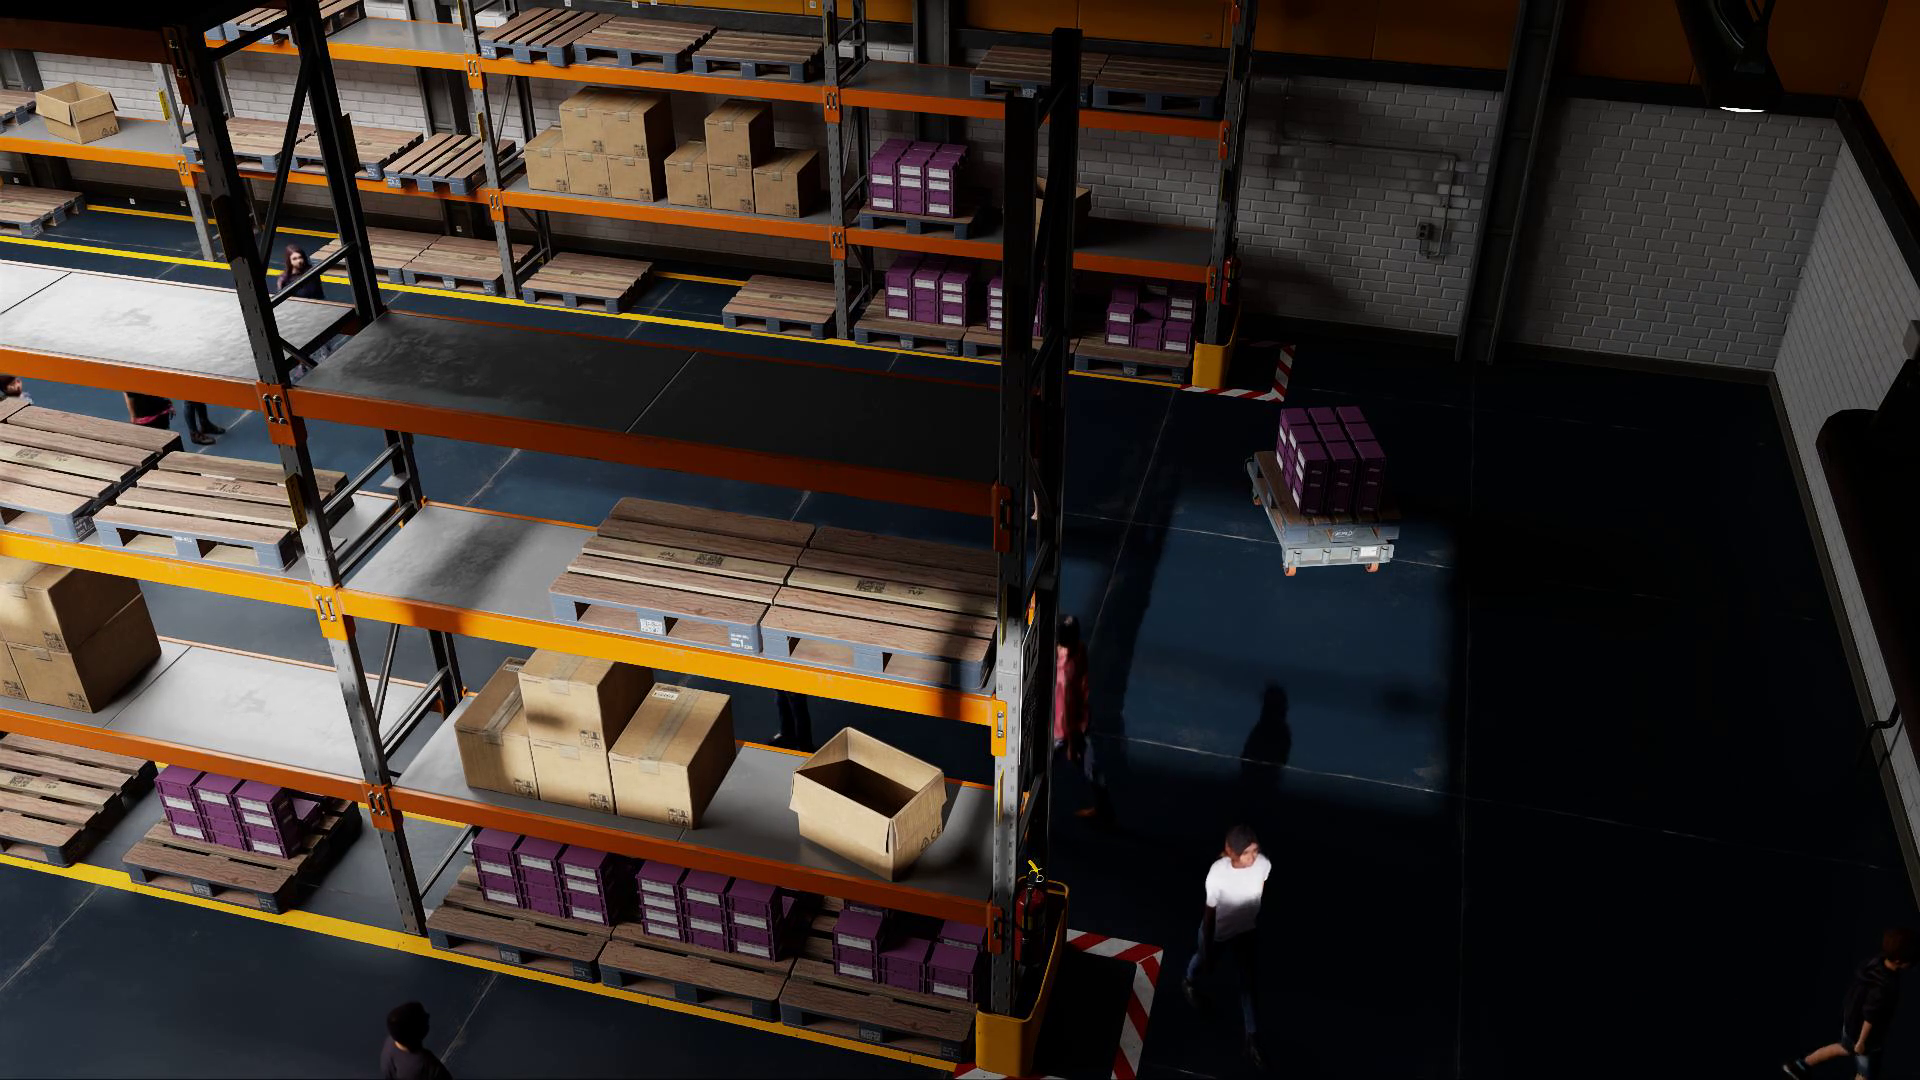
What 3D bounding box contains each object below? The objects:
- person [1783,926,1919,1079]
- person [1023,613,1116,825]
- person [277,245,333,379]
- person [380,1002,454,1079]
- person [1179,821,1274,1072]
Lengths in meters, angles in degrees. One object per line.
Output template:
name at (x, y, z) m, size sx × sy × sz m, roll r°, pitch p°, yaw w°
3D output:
person at (5.135, 2.738, 9.505) m, size 0.876 × 1.435 × 0.650 m, roll 16°, pitch 37°, yaw 22°
person at (0.821, 1.287, 11.374) m, size 1.200 × 1.782 × 0.777 m, roll 6°, pitch 34°, yaw 8°
person at (-6.620, -2.247, 16.858) m, size 0.889 × 1.597 × 0.781 m, roll 26°, pitch 41°, yaw 33°
person at (-2.780, 3.079, 8.698) m, size 0.587 × 1.761 × 0.748 m, roll 21°, pitch 39°, yaw 29°
person at (1.561, 2.295, 9.952) m, size 1.120 × 1.678 × 1.098 m, roll -13°, pitch 36°, yaw -19°
